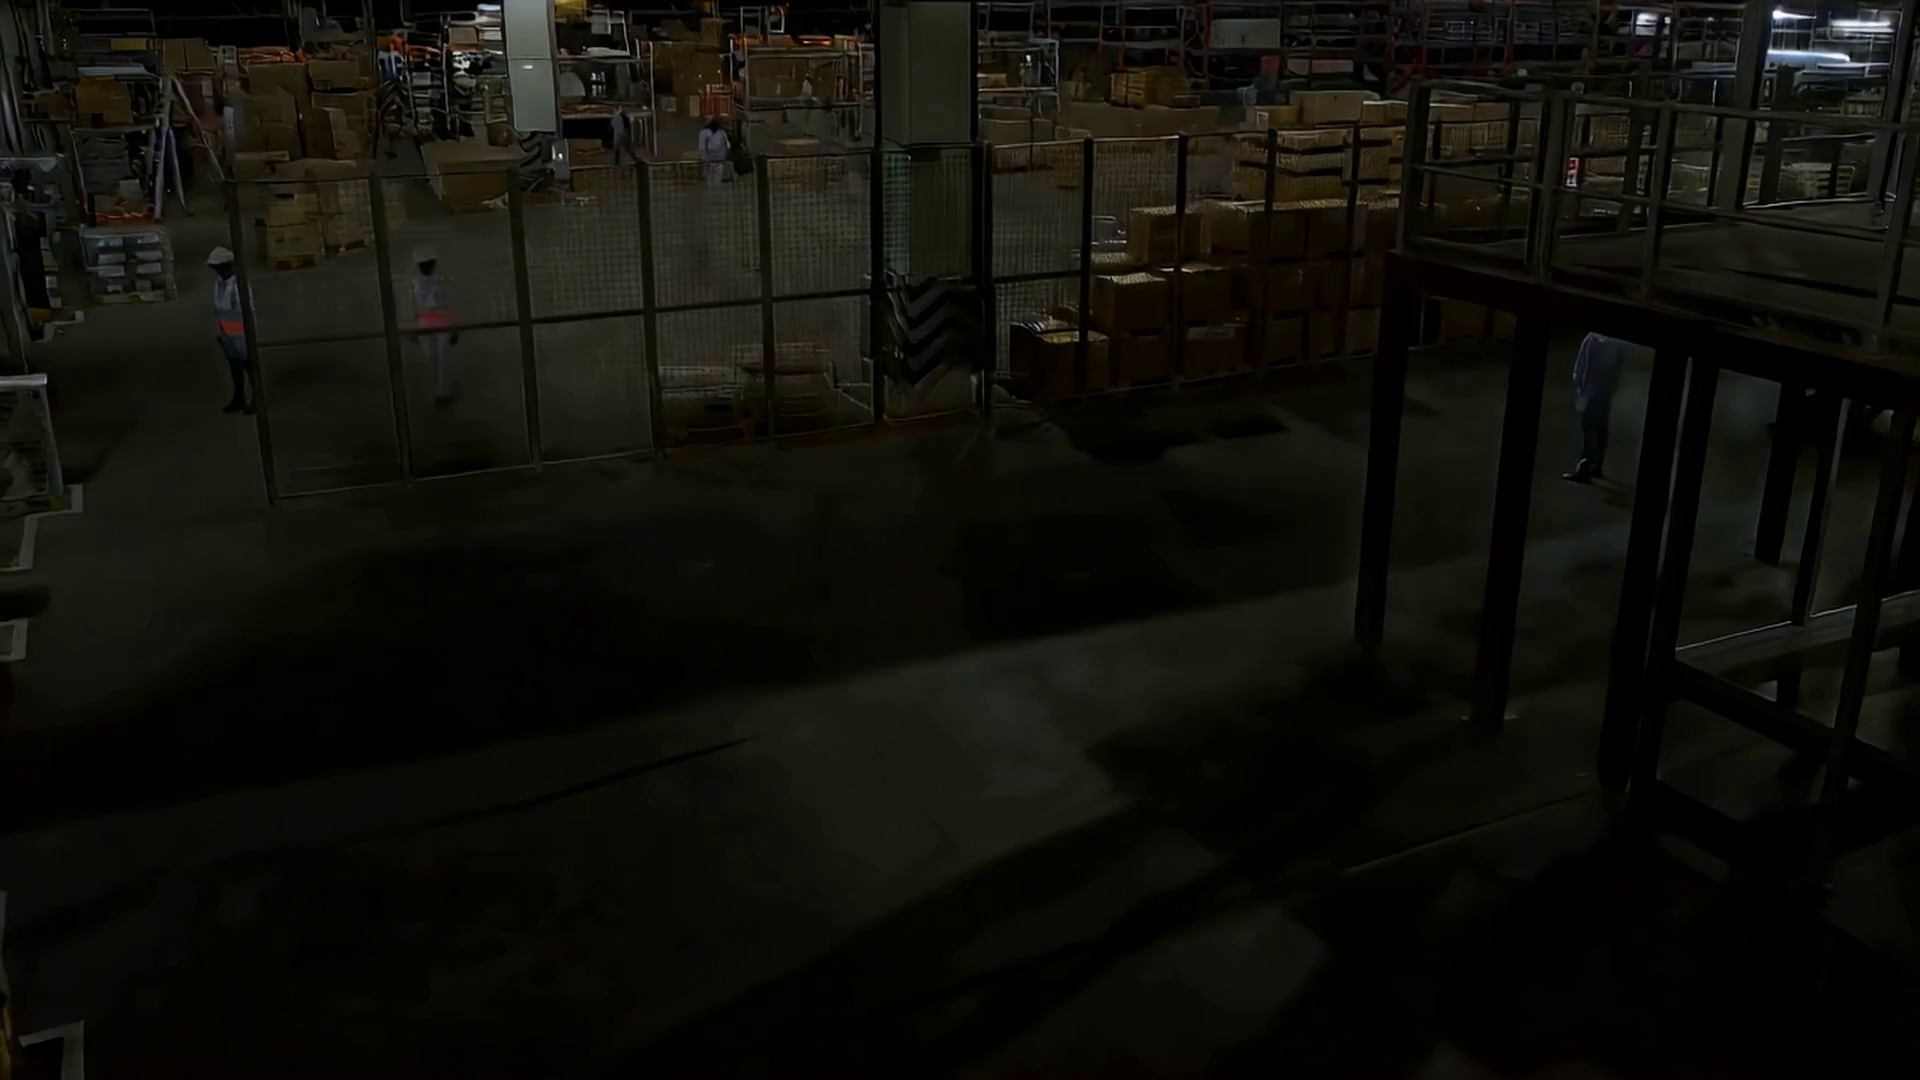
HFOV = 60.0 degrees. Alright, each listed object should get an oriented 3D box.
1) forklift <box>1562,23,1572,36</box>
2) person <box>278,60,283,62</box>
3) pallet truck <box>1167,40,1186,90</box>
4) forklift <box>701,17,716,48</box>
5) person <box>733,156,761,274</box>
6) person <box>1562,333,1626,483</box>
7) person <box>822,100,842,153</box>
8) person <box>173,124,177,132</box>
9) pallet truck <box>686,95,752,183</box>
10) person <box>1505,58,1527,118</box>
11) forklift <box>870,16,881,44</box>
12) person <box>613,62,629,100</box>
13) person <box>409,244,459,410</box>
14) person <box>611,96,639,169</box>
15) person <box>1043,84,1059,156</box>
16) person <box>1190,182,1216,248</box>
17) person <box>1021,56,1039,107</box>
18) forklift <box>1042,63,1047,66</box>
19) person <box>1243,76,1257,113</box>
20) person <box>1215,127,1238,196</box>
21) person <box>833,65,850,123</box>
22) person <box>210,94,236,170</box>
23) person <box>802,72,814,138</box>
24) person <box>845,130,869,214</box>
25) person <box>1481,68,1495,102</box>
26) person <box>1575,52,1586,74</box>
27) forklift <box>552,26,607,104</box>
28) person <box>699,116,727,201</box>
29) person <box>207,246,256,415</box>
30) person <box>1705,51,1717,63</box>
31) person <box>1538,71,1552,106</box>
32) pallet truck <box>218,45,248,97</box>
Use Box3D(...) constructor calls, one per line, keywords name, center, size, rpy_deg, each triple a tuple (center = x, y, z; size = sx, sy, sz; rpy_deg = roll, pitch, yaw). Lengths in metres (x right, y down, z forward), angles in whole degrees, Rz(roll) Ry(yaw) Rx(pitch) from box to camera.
Box3D(name="forklift", center=(23.755, -19.062, 65.927), size=(1.873, 2.768, 1.129), rpy_deg=(-9, 21, -25))
Box3D(name="person", center=(-22.851, -15.226, 56.229), size=(0.638, 1.938, 0.356), rpy_deg=(-8, 21, -23))
Box3D(name="pallet truck", center=(9.045, -19.971, 69.895), size=(0.823, 1.965, 1.885), rpy_deg=(-3, 19, -8))
Box3D(name="forklift", center=(-10.921, -21.323, 72.480), size=(1.873, 2.768, 1.129), rpy_deg=(-9, 21, -25))
Box3D(name="person", center=(-3.527, -5.434, 27.844), size=(0.370, 1.941, 0.627), rpy_deg=(18, 26, 42))
Box3D(name="person", center=(6.313, -1.484, 16.550), size=(0.430, 1.839, 0.619), rpy_deg=(17, 26, 41))
Box3D(name="person", center=(-3.307, -10.547, 43.071), size=(0.667, 1.672, 0.552), rpy_deg=(-14, 24, -36))
Box3D(name="person", center=(-24.540, -13.463, 51.586), size=(0.515, 1.634, 0.314), rpy_deg=(13, 23, 33))
Box3D(name="pallet truck", center=(-5.836, -9.608, 39.856), size=(0.823, 1.965, 1.885), rpy_deg=(10, 22, 27))
Box3D(name="person", center=(18.589, -15.133, 55.807), size=(0.682, 2.000, 0.538), rpy_deg=(1, 19, 3))
Box3D(name="forklift", center=(-3.564, -22.246, 75.158), size=(1.129, 2.768, 1.873), rpy_deg=(-9, 21, -25))
Box3D(name="person", center=(-12.346, -16.737, 60.688), size=(0.559, 1.895, 0.976), rpy_deg=(-11, 22, -28))
Box3D(name="person", center=(-6.070, -2.492, 19.332), size=(0.609, 1.933, 0.532), rpy_deg=(5, 20, 15))
Box3D(name="person", center=(-8.631, -10.417, 42.470), size=(0.518, 1.828, 0.789), rpy_deg=(12, 23, 32))
Box3D(name="person", center=(2.489, -11.383, 45.130), size=(0.395, 1.919, 0.581), rpy_deg=(-16, 25, -39))
Box3D(name="person", center=(3.766, -4.561, 25.445), size=(0.643, 1.864, 1.023), rpy_deg=(-4, 19, -11))
Box3D(name="person", center=(2.450, -16.107, 58.791), size=(0.643, 1.923, 0.929), rpy_deg=(2, 19, 6))
Box3D(name="forklift", center=(4.374, -25.660, 85.053), size=(1.873, 2.768, 1.129), rpy_deg=(-9, 21, -25))
Box3D(name="person", center=(9.025, -13.605, 51.901), size=(0.321, 1.694, 0.529), rpy_deg=(17, 26, 41))
Box3D(name="person", center=(5.677, -7.837, 35.150), size=(0.528, 1.716, 0.946), rpy_deg=(-15, 24, -37))
Box3D(name="person", center=(-3.889, -14.722, 54.881), size=(0.608, 1.869, 0.998), rpy_deg=(8, 21, 23))
Box3D(name="person", center=(-18.575, -10.303, 41.972), size=(0.542, 1.930, 0.374), rpy_deg=(-9, 21, -25))
Box3D(name="person", center=(-4.598, -13.117, 50.117), size=(0.351, 1.936, 0.634), rpy_deg=(-1, 19, -3))
Box3D(name="person", center=(-2.140, -7.608, 34.456), size=(0.497, 1.724, 0.612), rpy_deg=(2, 19, 6))
Box3D(name="person", center=(16.475, -13.760, 51.976), size=(0.354, 1.942, 0.545), rpy_deg=(12, 23, 32))
Box3D(name="person", center=(24.697, -18.518, 66.138), size=(0.535, 1.697, 0.318), rpy_deg=(13, 23, 32))
Box3D(name="forklift", center=(-14.388, -17.837, 62.377), size=(1.873, 2.768, 1.129), rpy_deg=(-9, 21, -25))
Box3D(name="person", center=(-5.462, -8.433, 36.724), size=(0.646, 1.821, 0.654), rpy_deg=(-6, 20, -17))
Box3D(name="person", center=(-8.316, -2.391, 19.026), size=(0.548, 1.938, 0.358), rpy_deg=(9, 21, 24))
Box3D(name="person", center=(31.105, -19.464, 69.042), size=(0.508, 1.583, 0.864), rpy_deg=(1, 19, 2))
Box3D(name="person", center=(18.237, -13.575, 51.579), size=(0.530, 1.849, 0.672), rpy_deg=(-1, 19, -3))
Box3D(name="pallet truck", center=(-28.879, -18.665, 66.111), size=(0.823, 1.965, 1.885), rpy_deg=(-3, 19, -9))
